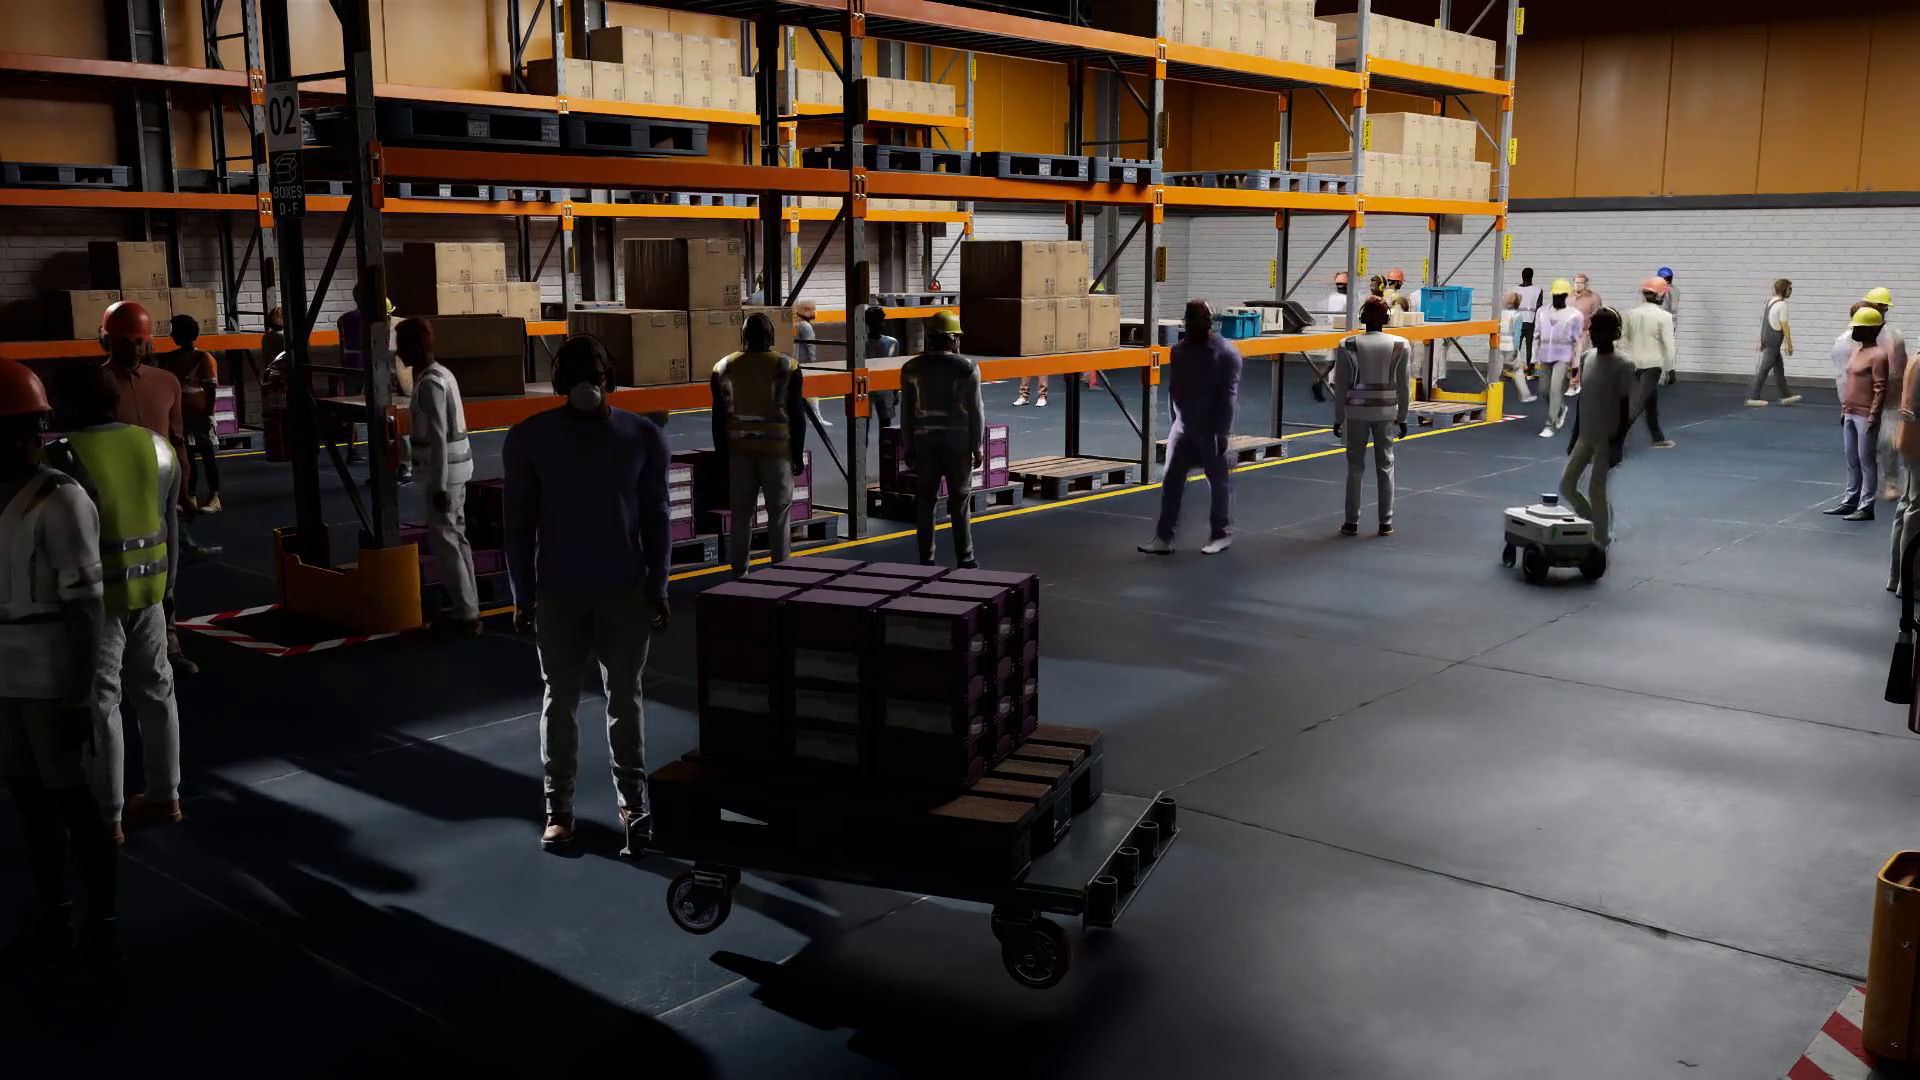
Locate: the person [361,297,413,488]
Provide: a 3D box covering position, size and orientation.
[{"bbox_3d":[-5.418,-1.402,15.701,0.593,1.826,0.403,7,12,35],"label":"person"}]

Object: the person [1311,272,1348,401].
[{"bbox_3d":[5.507,-2.960,24.367,0.551,1.910,0.838,10,14,44],"label":"person"}]

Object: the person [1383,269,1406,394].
[{"bbox_3d":[6.706,-3.235,25.820,0.374,1.935,0.552,-3,10,-18],"label":"person"}]

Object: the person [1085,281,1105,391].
[{"bbox_3d":[2.157,-3.226,26.294,0.408,1.754,0.560,-7,12,-35],"label":"person"}]

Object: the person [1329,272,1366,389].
[{"bbox_3d":[6.291,-3.371,26.785,0.612,1.877,1.089,8,13,39],"label":"person"}]

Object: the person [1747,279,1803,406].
[{"bbox_3d":[11.735,-2.806,23.753,0.907,1.801,0.538,1,10,3],"label":"person"}]

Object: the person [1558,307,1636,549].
[{"bbox_3d":[4.463,-0.713,11.714,0.389,1.847,0.537,-4,11,-20],"label":"person"}]

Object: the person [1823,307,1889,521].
[{"bbox_3d":[7.485,-1.045,13.838,0.310,1.768,0.533,0,10,2],"label":"person"}]

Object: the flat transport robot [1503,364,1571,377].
[{"bbox_3d":[10.217,-2.941,28.888,1.431,0.197,0.652,2,10,11],"label":"flat transport robot"}]

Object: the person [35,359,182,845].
[{"bbox_3d":[-3.259,0.235,6.329,0.429,1.847,0.627,4,11,24],"label":"person"}]

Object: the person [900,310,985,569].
[{"bbox_3d":[-0.115,-0.672,11.542,0.590,1.827,0.404,3,10,15],"label":"person"}]

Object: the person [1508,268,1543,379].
[{"bbox_3d":[9.722,-3.720,28.633,0.587,1.920,0.392,6,11,29],"label":"person"}]

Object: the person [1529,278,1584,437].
[{"bbox_3d":[7.204,-2.199,20.012,0.748,1.906,0.600,-9,13,-42],"label":"person"}]

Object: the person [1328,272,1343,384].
[{"bbox_3d":[6.159,-3.402,26.954,0.328,1.876,0.513,5,11,25],"label":"person"}]

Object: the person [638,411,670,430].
[{"bbox_3d":[-2.785,-1.369,14.903,0.614,2.039,0.394,-9,13,-42],"label":"person"}]

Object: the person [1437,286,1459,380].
[{"bbox_3d":[8.316,-3.584,28.778,0.540,1.595,0.858,-1,10,-8],"label":"person"}]

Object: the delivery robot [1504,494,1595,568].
[{"bbox_3d":[4.069,-0.075,11.497,0.477,0.478,0.707,-2,10,-9],"label":"delivery robot"}]

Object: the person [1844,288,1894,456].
[{"bbox_3d":[9.952,-1.844,18.228,0.404,1.822,0.591,3,10,15],"label":"person"}]

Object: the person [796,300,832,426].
[{"bbox_3d":[-1.989,-2.225,20.989,0.684,1.613,0.501,-1,10,-5],"label":"person"}]

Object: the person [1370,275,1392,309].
[{"bbox_3d":[5.960,-2.828,23.702,0.309,1.868,0.535,-3,10,-18],"label":"person"}]

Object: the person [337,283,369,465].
[{"bbox_3d":[-6.210,-1.743,17.387,0.549,1.926,0.428,3,11,19],"label":"person"}]

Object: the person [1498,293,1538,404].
[{"bbox_3d":[7.974,-2.746,23.983,0.816,1.601,0.531,-5,11,-25],"label":"person"}]

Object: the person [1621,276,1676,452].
[{"bbox_3d":[7.626,-1.950,18.486,1.016,1.952,0.636,-4,11,-21],"label":"person"}]

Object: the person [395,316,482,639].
[{"bbox_3d":[-3.031,-0.362,9.667,0.391,1.872,0.597,-2,10,-9],"label":"person"}]

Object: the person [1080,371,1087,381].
[{"bbox_3d":[2.039,-3.579,28.266,0.328,1.769,0.526,-8,13,-39],"label":"person"}]

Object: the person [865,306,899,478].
[{"bbox_3d":[-0.839,-1.453,16.379,0.530,1.689,0.320,-3,10,-17],"label":"person"}]

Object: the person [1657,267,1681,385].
[{"bbox_3d":[11.656,-3.534,27.522,0.602,1.939,0.398,-10,14,-44],"label":"person"}]

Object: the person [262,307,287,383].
[{"bbox_3d":[-7.301,-1.688,17.901,0.497,1.629,0.277,7,12,33],"label":"person"}]

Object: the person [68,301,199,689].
[{"bbox_3d":[-4.268,-0.238,8.620,0.393,1.985,0.611,7,12,35],"label":"person"}]

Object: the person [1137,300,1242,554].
[{"bbox_3d":[1.690,-0.798,12.107,0.670,1.869,0.893,9,14,43],"label":"person"}]

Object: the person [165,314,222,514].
[{"bbox_3d":[-6.535,-1.064,14.145,0.533,1.697,0.319,4,11,21],"label":"person"}]

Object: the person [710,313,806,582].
[{"bbox_3d":[-1.319,-0.574,10.975,0.625,1.836,0.428,1,10,8],"label":"person"}]

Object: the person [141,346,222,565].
[{"bbox_3d":[-5.659,-0.602,11.733,0.682,1.604,0.527,-9,13,-40],"label":"person"}]

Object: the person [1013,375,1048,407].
[{"bbox_3d":[1.041,-2.856,23.750,0.638,1.909,0.408,6,12,31],"label":"person"}]

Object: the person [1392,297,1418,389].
[{"bbox_3d":[6.141,-2.578,23.084,0.887,1.578,0.562,-1,10,-8],"label":"person"}]

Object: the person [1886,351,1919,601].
[{"bbox_3d":[6.226,-0.574,10.693,0.361,1.929,0.587,3,11,18],"label":"person"}]

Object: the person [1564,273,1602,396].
[{"bbox_3d":[9.525,-3.166,25.602,0.855,1.881,0.650,-10,14,-44],"label":"person"}]

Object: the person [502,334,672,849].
[{"bbox_3d":[-1.395,0.196,6.293,0.640,1.939,0.360,-3,10,-18],"label":"person"}]

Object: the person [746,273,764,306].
[{"bbox_3d":[-2.658,-2.705,22.796,0.637,1.938,0.357,9,13,40],"label":"person"}]

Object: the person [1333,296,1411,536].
[{"bbox_3d":[3.222,-0.963,13.039,0.584,1.882,0.346,1,10,6],"label":"person"}]

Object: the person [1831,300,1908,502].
[{"bbox_3d":[8.073,-1.212,14.736,0.714,1.798,0.512,2,10,10],"label":"person"}]

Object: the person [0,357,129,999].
[{"bbox_3d":[-2.818,0.416,5.034,0.551,1.937,0.357,6,12,30],"label":"person"}]

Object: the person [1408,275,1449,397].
[{"bbox_3d":[7.076,-3.095,25.109,0.640,1.910,0.401,0,10,0],"label":"person"}]

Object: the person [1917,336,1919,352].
[{"bbox_3d":[10.264,-1.785,17.261,0.605,2.045,0.385,7,12,34],"label":"person"}]
